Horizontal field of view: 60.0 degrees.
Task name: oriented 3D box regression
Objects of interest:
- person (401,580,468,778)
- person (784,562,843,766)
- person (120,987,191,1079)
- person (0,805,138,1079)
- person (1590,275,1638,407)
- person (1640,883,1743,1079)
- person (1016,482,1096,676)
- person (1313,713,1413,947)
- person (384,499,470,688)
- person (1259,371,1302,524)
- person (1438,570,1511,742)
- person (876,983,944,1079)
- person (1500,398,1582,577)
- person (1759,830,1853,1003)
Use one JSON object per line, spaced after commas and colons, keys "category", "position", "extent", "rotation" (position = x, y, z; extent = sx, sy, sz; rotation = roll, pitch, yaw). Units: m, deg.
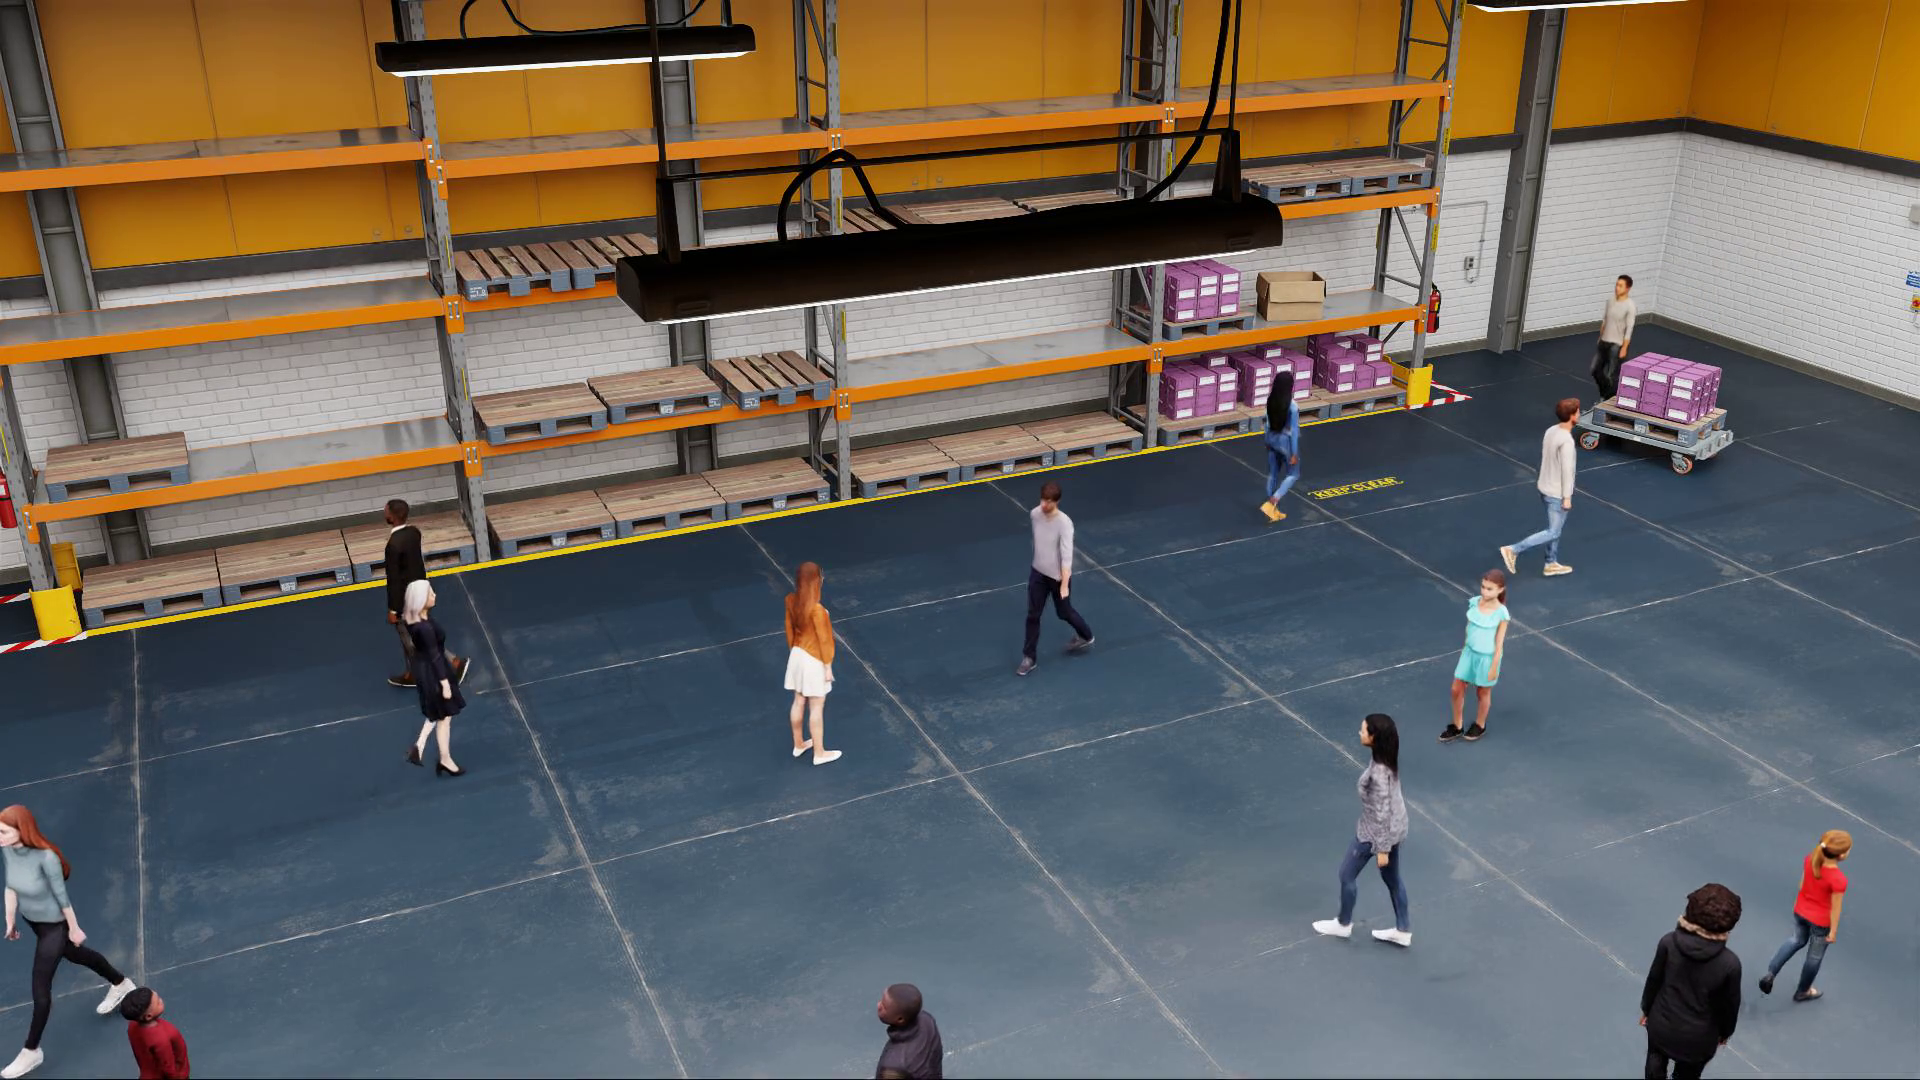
{"category": "person", "position": [-4.190, 1.117, 12.964], "extent": [0.799, 1.736, 0.704], "rotation": [-16, 28, -32]}
{"category": "person", "position": [-1.215, 0.978, 13.301], "extent": [0.703, 1.722, 0.695], "rotation": [20, 31, 39]}
{"category": "person", "position": [-4.470, 3.023, 9.220], "extent": [0.696, 1.243, 0.833], "rotation": [17, 29, 34]}
{"category": "person", "position": [-5.516, 2.342, 10.217], "extent": [1.068, 1.692, 1.226], "rotation": [12, 26, 26]}
{"category": "person", "position": [8.387, -2.503, 21.164], "extent": [0.614, 1.802, 0.682], "rotation": [-11, 26, -24]}
{"category": "person", "position": [4.010, 2.726, 9.250], "extent": [0.735, 1.763, 0.748], "rotation": [17, 29, 33]}
{"category": "person", "position": [0.875, 0.295, 14.786], "extent": [1.263, 1.783, 0.993], "rotation": [-18, 29, -36]}
{"category": "person", "position": [2.871, 1.976, 11.049], "extent": [0.977, 1.697, 0.943], "rotation": [11, 26, 24]}
{"category": "person", "position": [-4.664, 0.511, 14.292], "extent": [1.148, 1.783, 0.973], "rotation": [2, 24, 5]}
{"category": "person", "position": [3.366, -0.959, 17.754], "extent": [0.746, 1.704, 0.695], "rotation": [-16, 28, -32]}
{"category": "person", "position": [4.321, 0.934, 13.620], "extent": [0.751, 1.546, 0.643], "rotation": [-17, 29, -33]}
{"category": "person", "position": [-0.209, 3.020, 8.511], "extent": [1.167, 1.816, 1.108], "rotation": [8, 25, 17]}
{"category": "person", "position": [5.805, -0.475, 16.421], "extent": [1.141, 1.884, 0.951], "rotation": [0, 24, 0]}
{"category": "person", "position": [5.375, 2.406, 10.566], "extent": [0.706, 1.295, 0.503], "rotation": [-9, 25, -20]}
